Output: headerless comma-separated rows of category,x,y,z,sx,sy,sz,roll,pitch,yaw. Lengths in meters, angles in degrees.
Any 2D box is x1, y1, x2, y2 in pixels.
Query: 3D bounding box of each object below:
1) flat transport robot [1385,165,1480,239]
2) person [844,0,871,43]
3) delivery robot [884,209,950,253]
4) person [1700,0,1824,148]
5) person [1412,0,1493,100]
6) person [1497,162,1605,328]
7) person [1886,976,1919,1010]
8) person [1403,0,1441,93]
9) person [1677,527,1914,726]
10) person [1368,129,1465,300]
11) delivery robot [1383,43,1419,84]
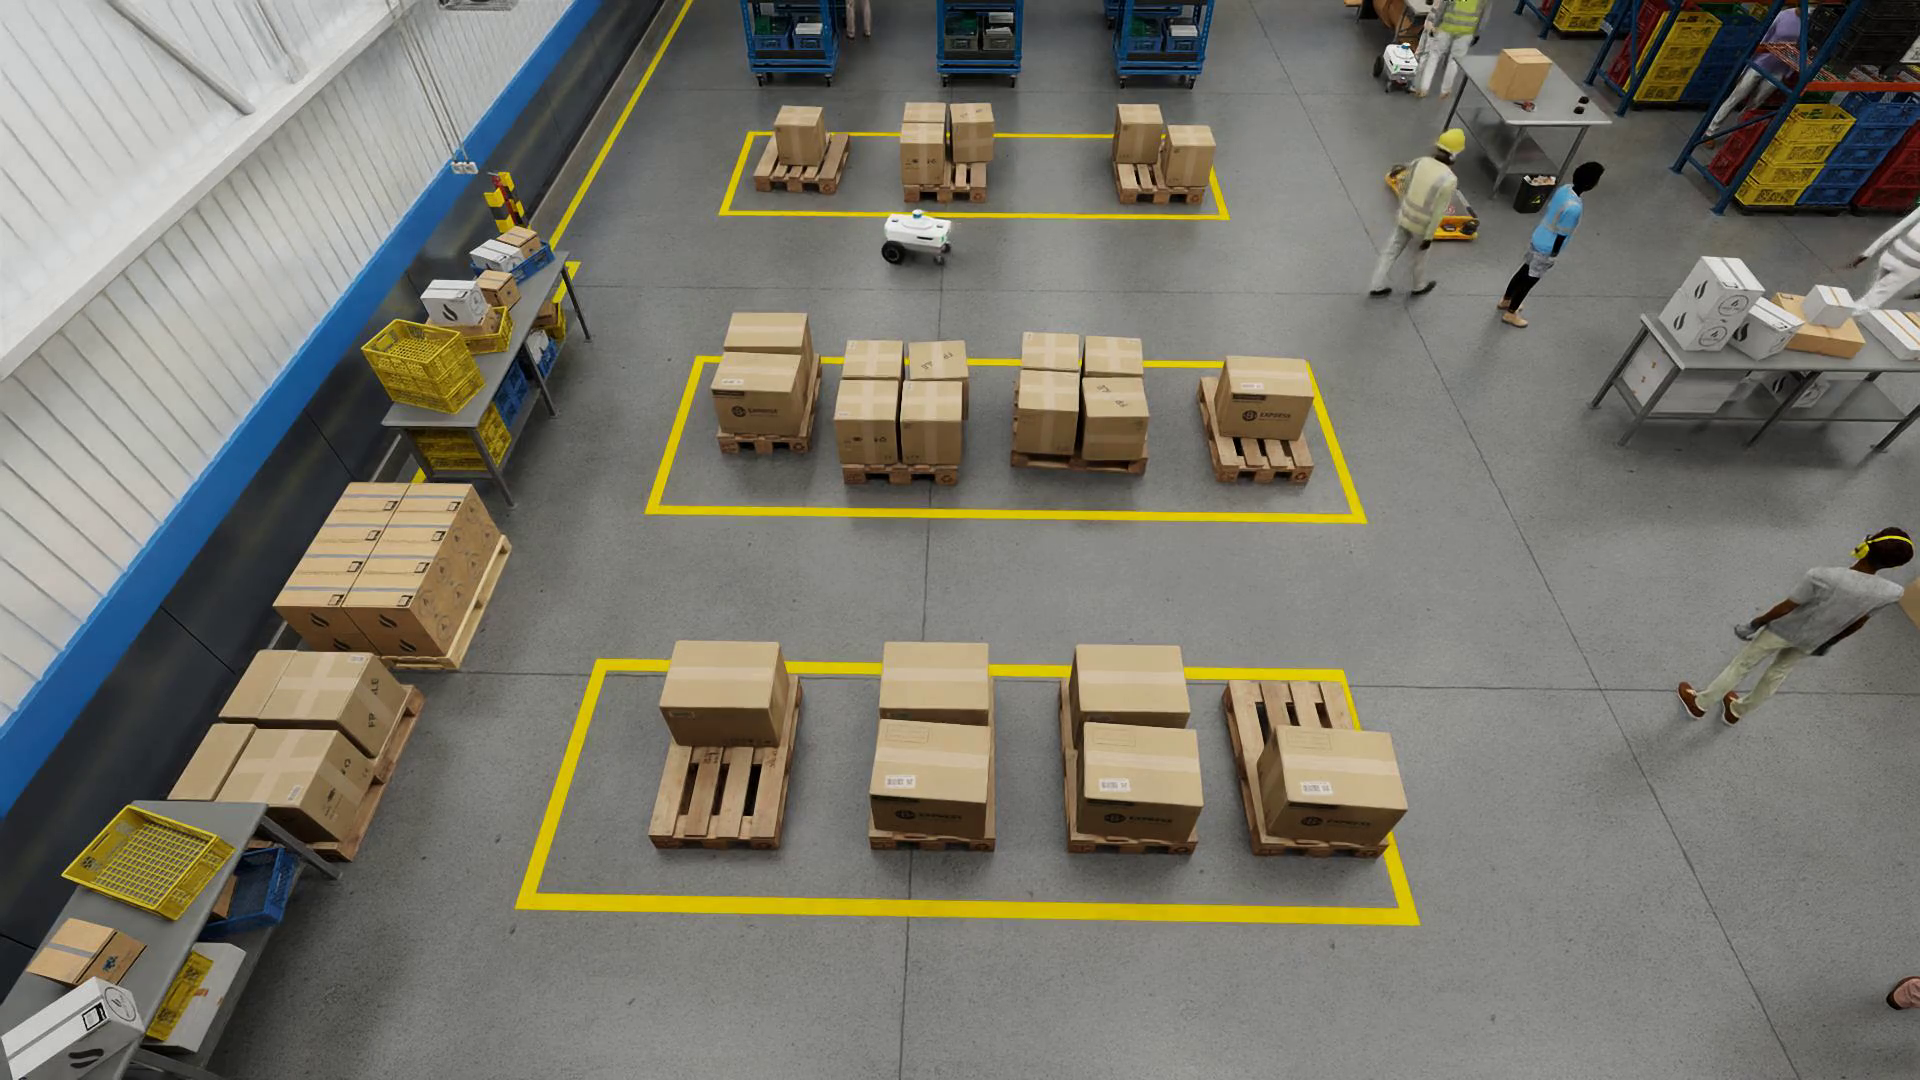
flat transport robot,5.692,-4.094,11.059,0.652,0.197,1.431,1,49,1
person,-1.583,-8.638,13.874,0.626,1.980,0.411,-20,52,-17
delivery robot,-0.471,-3.455,10.259,0.707,0.478,0.477,10,50,9
person,10.142,-5.915,11.545,0.634,1.933,0.371,10,50,9
person,6.798,-6.976,12.539,0.667,1.828,0.505,16,51,13
person,5.861,-2.940,9.121,0.316,1.697,0.542,11,50,9
person,5.594,2.157,4.572,0.407,1.913,0.641,-14,50,-11
person,6.647,-7.150,12.812,0.318,1.632,0.526,0,49,0
person,5.405,0.596,5.951,0.517,1.869,0.328,14,51,12
person,4.761,-3.288,9.350,0.747,1.802,0.623,-17,51,-14
delivery robot,6.375,-6.918,13.257,0.477,0.478,0.707,4,49,3
